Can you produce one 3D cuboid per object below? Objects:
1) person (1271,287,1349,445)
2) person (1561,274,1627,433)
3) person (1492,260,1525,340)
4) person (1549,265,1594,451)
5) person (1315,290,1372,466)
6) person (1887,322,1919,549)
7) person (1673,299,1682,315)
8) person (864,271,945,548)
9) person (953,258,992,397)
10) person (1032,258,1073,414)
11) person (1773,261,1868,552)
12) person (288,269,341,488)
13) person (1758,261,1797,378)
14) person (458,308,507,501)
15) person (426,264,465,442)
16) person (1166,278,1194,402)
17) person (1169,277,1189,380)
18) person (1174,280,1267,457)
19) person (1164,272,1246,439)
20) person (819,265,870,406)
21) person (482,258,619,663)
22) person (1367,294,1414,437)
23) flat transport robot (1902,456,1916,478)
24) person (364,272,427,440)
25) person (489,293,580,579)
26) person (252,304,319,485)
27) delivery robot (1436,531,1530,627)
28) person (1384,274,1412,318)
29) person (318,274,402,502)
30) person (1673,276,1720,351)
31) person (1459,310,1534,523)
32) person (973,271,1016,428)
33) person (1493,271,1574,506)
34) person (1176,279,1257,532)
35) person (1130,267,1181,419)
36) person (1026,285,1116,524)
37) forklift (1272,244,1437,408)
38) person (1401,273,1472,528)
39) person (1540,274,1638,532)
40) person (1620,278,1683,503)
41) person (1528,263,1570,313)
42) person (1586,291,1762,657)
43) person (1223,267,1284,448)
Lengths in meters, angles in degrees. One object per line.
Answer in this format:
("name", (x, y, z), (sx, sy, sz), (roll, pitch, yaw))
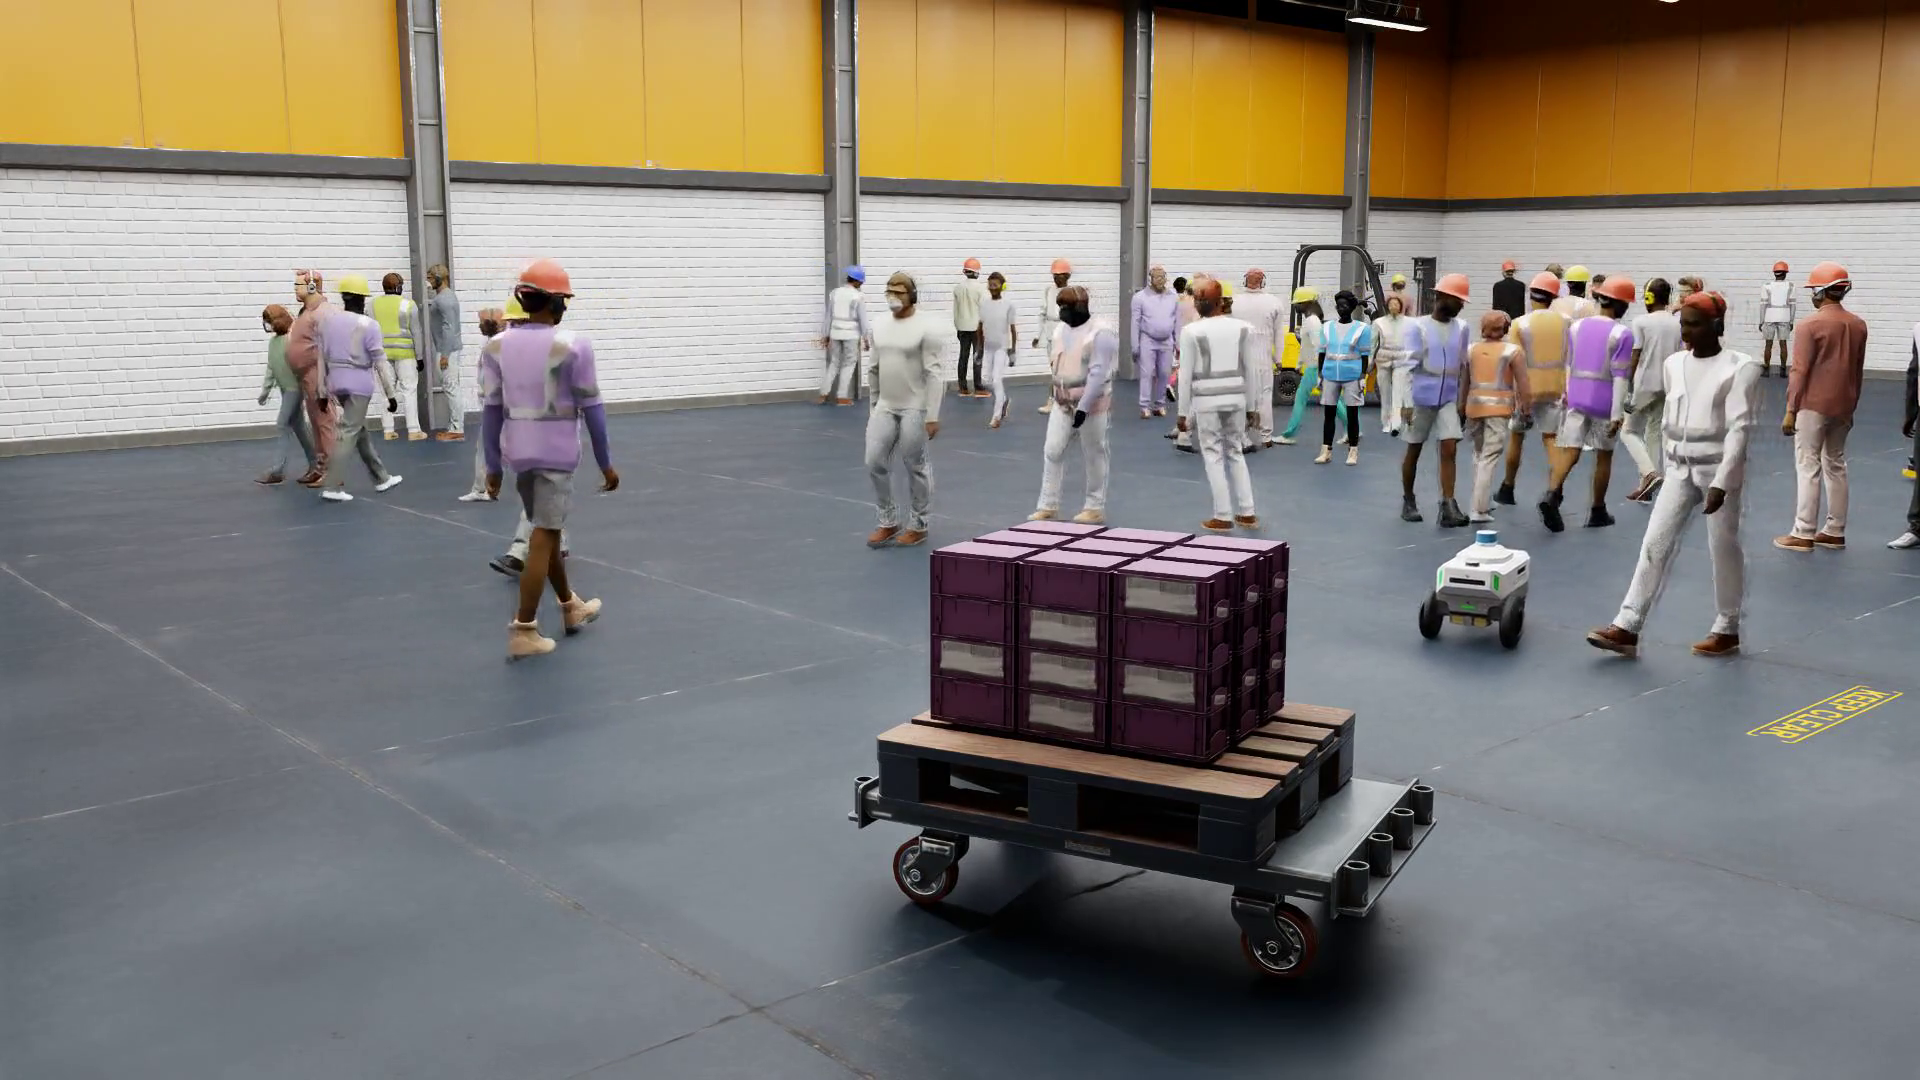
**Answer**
("person", (3.831, -1.853, 17.788), (0.957, 1.708, 0.547), (2, 10, 9))
("person", (7.353, -2.125, 19.025), (0.944, 1.828, 0.526), (-2, 10, -10))
("person", (9.672, -3.941, 29.286), (0.624, 1.955, 1.019), (0, 10, -2))
("person", (6.367, -1.886, 17.308), (0.359, 1.930, 0.587), (-5, 11, -26))
("person", (3.703, -1.565, 16.110), (0.534, 1.697, 0.318), (6, 11, 30))
("person", (6.719, -0.855, 11.307), (0.393, 1.919, 0.590), (-5, 11, -27))
("person", (8.129, -1.941, 18.664), (0.555, 1.576, 0.878), (3, 10, 19))
("person", (-0.422, -0.879, 11.435), (0.665, 1.917, 0.631), (6, 12, 33))
("person", (0.180, -3.045, 23.897), (0.612, 1.997, 0.375), (7, 12, 36))
("person", (1.319, -2.661, 21.641), (0.949, 2.005, 0.620), (-9, 14, -44))
("person", (5.923, -0.911, 11.453), (0.622, 1.986, 0.406), (-4, 11, -23))
("person", (-5.671, -1.415, 14.614), (0.406, 1.911, 0.639), (-6, 11, -32))
("person", (13.611, -3.665, 27.712), (0.545, 1.933, 0.376), (4, 11, 23))
("person", (-3.735, -1.100, 13.629), (0.775, 1.609, 0.521), (-1, 10, -4))
("person", (-5.618, -2.042, 18.195), (0.353, 1.936, 0.635), (-3, 10, -15))
("person", (3.065, -2.669, 22.484), (0.528, 1.737, 0.618), (8, 13, 41))
("person", (3.521, -3.386, 26.797), (0.532, 1.690, 0.322), (5, 11, 26))
("person", (2.605, -1.716, 16.741), (0.927, 1.786, 0.603), (0, 10, -1))
("person", (2.779, -2.045, 18.479), (0.994, 1.859, 0.632), (-6, 11, -31))
("person", (-1.514, -2.751, 22.460), (0.667, 1.898, 0.473), (6, 11, 32))
("person", (-2.062, -0.429, 8.555), (0.611, 1.995, 1.001), (4, 11, 24))
("person", (4.864, -1.968, 18.760), (0.542, 1.584, 0.880), (3, 10, 15))
("flat transport robot", (9.139, -0.587, 14.553), (0.652, 0.197, 1.431), (-5, 11, -28))
("person", (-6.182, -2.008, 18.280), (0.627, 1.844, 0.429), (1, 10, 6))
("person", (-2.778, -0.659, 10.520), (0.619, 1.789, 0.897), (6, 11, 29))
("person", (-6.023, -1.283, 14.745), (0.726, 1.603, 0.508), (-8, 12, -38))
("delivery robot", (2.798, 0.193, 8.878), (0.477, 0.478, 0.707), (6, 11, 31))
("person", (6.903, -3.328, 26.275), (0.534, 1.746, 0.479), (-3, 10, -17))
("person", (-5.034, -1.274, 13.899), (0.610, 1.869, 1.007), (4, 10, 22))
("person", (6.903, -1.550, 15.603), (0.435, 1.835, 0.615), (-3, 10, -16))
("person", (4.120, -0.945, 12.752), (0.768, 1.610, 0.536), (-9, 13, -41))
("person", (0.451, -2.262, 19.750), (0.536, 1.849, 0.628), (5, 11, 29))
("person", (4.635, -1.191, 13.313), (0.558, 1.906, 0.809), (-1, 10, -3))
("person", (1.886, -0.973, 12.191), (0.622, 1.855, 0.367), (-4, 10, -22))
("person", (2.448, -2.446, 20.808), (0.682, 1.902, 0.614), (-2, 10, -14))
("person", (0.837, -0.984, 12.393), (0.631, 1.799, 0.787), (9, 14, 44))
("forklift", (5.256, -2.933, 22.661), (2.313, 2.155, 1.214), (3, 10, 16))
("person", (3.563, -1.025, 12.380), (0.590, 1.877, 0.946), (-2, 10, -9))
("person", (4.606, -0.991, 12.167), (0.881, 1.900, 0.555), (-8, 12, -39))
("person", (5.652, -1.206, 13.583), (0.557, 1.840, 0.482), (-2, 10, -14))
("person", (8.123, -2.843, 22.923), (0.661, 1.919, 0.625), (1, 10, 4))
("person", (3.596, -0.297, 8.255), (0.957, 1.841, 0.604), (-5, 11, -27))
("person", (3.090, -1.921, 17.578), (0.652, 1.906, 0.402), (1, 10, 8))
